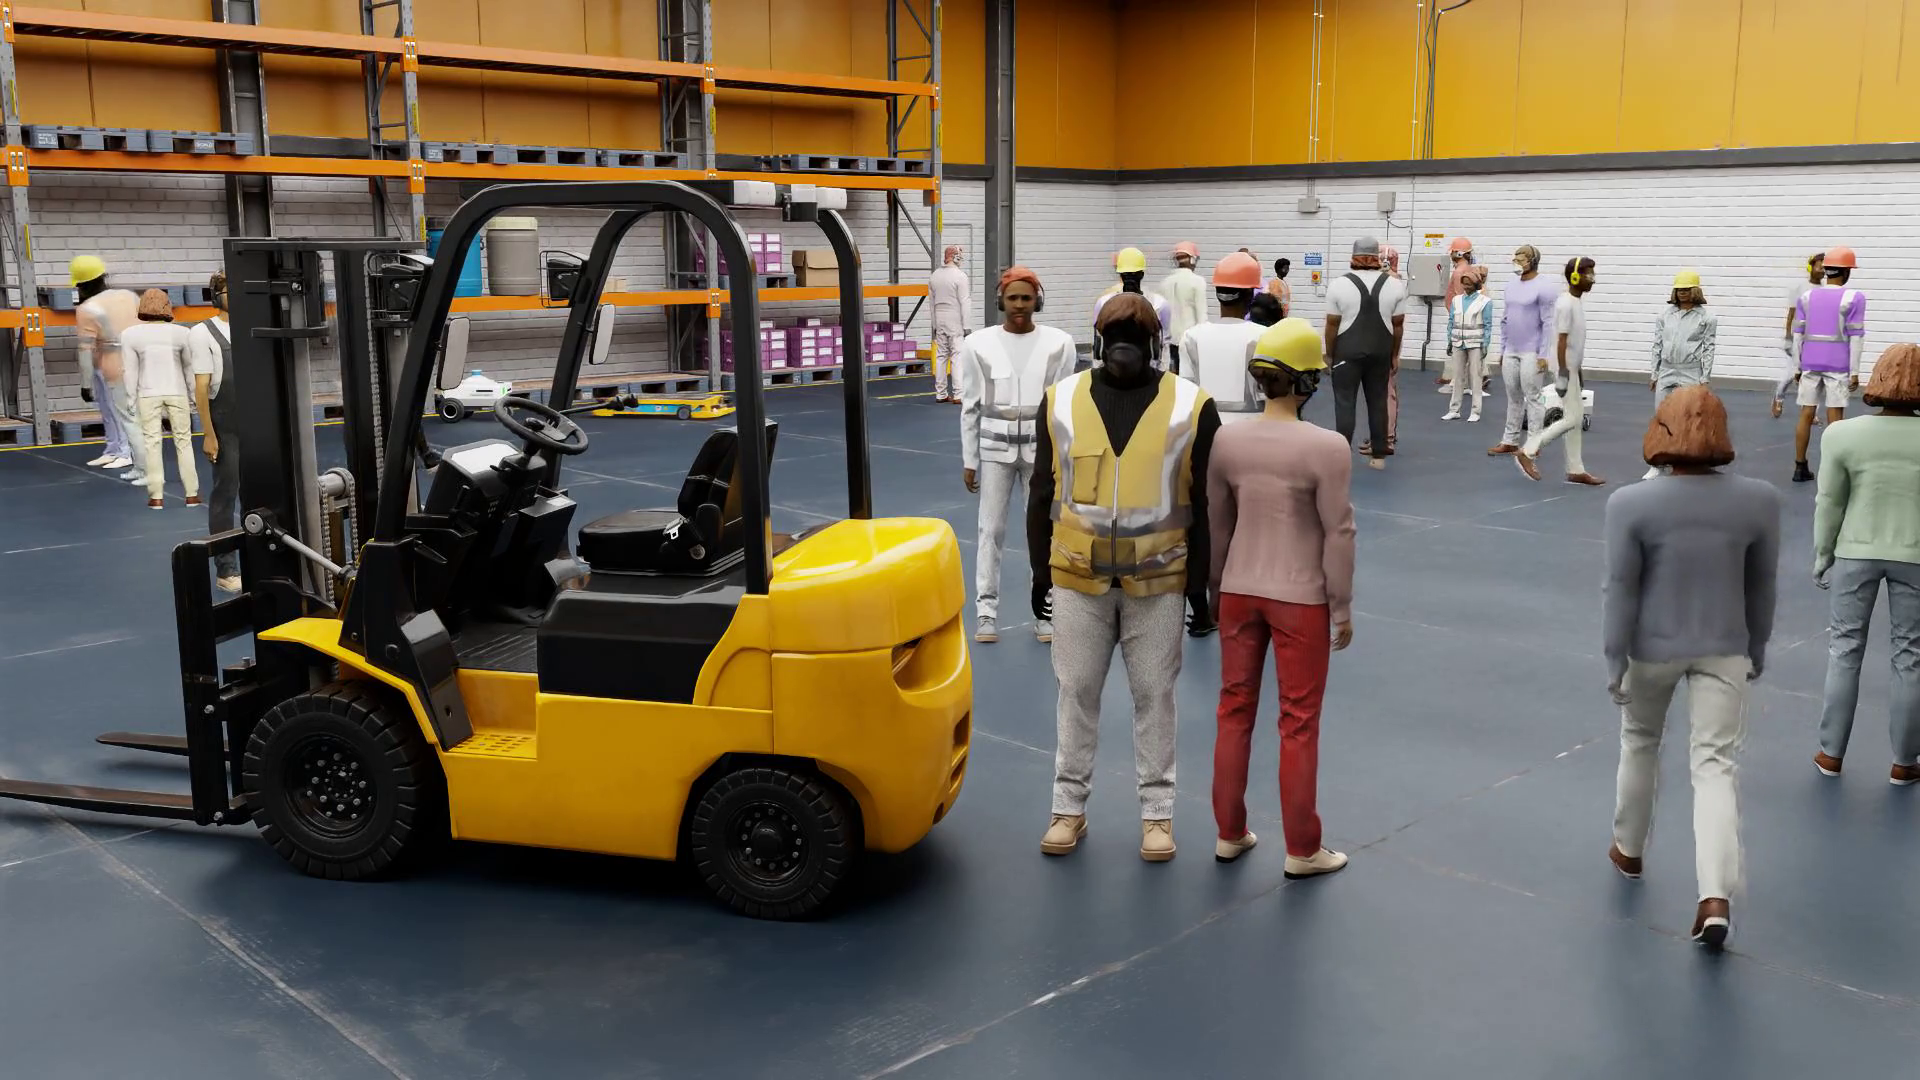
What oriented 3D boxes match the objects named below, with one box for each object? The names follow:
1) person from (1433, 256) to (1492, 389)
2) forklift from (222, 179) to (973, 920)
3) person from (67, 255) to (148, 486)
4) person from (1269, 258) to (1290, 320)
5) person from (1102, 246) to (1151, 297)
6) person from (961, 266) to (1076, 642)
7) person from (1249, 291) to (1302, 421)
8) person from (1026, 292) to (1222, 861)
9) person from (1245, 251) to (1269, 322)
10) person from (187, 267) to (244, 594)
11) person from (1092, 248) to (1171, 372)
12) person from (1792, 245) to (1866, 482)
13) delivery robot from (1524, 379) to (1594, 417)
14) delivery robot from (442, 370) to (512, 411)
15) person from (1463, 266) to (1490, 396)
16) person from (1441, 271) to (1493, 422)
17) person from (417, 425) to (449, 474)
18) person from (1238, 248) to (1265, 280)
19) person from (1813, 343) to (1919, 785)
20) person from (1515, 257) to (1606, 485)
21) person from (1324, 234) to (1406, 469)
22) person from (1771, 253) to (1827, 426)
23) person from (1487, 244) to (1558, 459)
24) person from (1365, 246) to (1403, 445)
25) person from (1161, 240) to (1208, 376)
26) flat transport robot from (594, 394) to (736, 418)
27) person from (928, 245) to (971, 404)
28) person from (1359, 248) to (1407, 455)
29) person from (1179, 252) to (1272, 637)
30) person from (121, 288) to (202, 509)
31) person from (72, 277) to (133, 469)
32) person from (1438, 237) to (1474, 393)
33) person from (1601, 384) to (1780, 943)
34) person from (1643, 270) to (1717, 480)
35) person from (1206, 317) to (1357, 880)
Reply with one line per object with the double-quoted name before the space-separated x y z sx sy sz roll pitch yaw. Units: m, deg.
"person" 6.738 -2.925 22.118 0.531 1.816 0.999 -5 11 -24
"forklift" -1.114 -0.058 5.440 2.313 2.155 1.214 2 11 13
"person" -6.749 -1.341 13.324 0.607 1.863 0.676 3 11 17
"person" 4.607 -3.222 24.061 0.320 1.692 0.531 5 11 23
"person" 1.489 -1.678 15.011 0.694 1.922 0.563 -9 14 -42
"person" 0.290 -0.413 8.260 0.573 1.876 0.355 0 10 0
"person" 1.874 -0.682 10.225 0.549 1.682 0.364 6 12 32
"person" 0.521 0.124 5.407 0.627 1.846 0.429 2 11 11
"person" 3.352 -2.495 19.712 0.628 1.831 0.534 8 13 38
"person" -4.109 -0.624 9.483 0.345 1.846 0.506 4 11 22
"person" 1.281 -1.218 12.496 0.592 1.926 0.366 2 11 12
"person" 7.082 -1.421 13.571 0.379 1.938 0.547 -8 13 -36
"delivery robot" 6.203 -1.444 17.219 0.707 0.478 0.477 -4 11 -23
"delivery robot" -5.254 -1.607 18.108 0.707 0.478 0.477 0 10 -1
"person" 6.500 -2.629 20.976 0.308 1.641 0.511 -3 11 -16
"person" 5.539 -2.105 18.120 0.309 1.640 0.513 -9 14 -42
"person" -4.700 -1.455 13.801 0.630 1.914 0.969 6 12 28
"person" 4.146 -3.356 24.393 0.630 1.840 0.429 -2 11 -10
"person" 3.425 0.092 6.155 0.500 1.633 0.285 6 12 30
"person" 4.939 -1.363 13.481 0.630 1.854 0.563 5 12 27
"person" 3.475 -1.633 14.447 0.688 2.000 0.536 0 10 -2
"person" 9.136 -2.181 17.996 0.526 1.844 0.797 1 10 4
"person" 5.115 -1.694 15.063 0.379 1.939 0.629 -4 11 -21
"person" 4.097 -1.880 16.167 0.395 1.912 0.661 3 11 17
"person" 2.288 -2.032 16.816 0.465 1.967 0.640 -8 13 -36
"flat transport robot" -3.289 -1.507 18.588 1.431 0.197 0.652 2 11 10
"person" -0.081 -2.580 20.000 0.409 1.903 0.638 -10 14 -44
"person" 3.905 -1.741 15.406 0.409 1.907 0.651 2 11 13
"person" 1.356 -0.455 8.308 0.545 1.938 0.356 6 12 29
"person" -5.923 -1.046 12.358 0.507 1.631 0.266 -5 12 -26
"person" -7.472 -1.496 14.473 0.526 1.761 0.337 10 14 44
"person" 6.402 -2.880 21.366 0.375 1.997 0.611 5 12 27
"person" 2.150 0.340 4.910 0.503 1.594 0.849 3 11 15
"person" 5.913 -1.338 13.654 0.487 1.744 0.297 8 13 36
"person" 1.010 0.186 5.278 0.523 1.769 0.324 9 14 40
